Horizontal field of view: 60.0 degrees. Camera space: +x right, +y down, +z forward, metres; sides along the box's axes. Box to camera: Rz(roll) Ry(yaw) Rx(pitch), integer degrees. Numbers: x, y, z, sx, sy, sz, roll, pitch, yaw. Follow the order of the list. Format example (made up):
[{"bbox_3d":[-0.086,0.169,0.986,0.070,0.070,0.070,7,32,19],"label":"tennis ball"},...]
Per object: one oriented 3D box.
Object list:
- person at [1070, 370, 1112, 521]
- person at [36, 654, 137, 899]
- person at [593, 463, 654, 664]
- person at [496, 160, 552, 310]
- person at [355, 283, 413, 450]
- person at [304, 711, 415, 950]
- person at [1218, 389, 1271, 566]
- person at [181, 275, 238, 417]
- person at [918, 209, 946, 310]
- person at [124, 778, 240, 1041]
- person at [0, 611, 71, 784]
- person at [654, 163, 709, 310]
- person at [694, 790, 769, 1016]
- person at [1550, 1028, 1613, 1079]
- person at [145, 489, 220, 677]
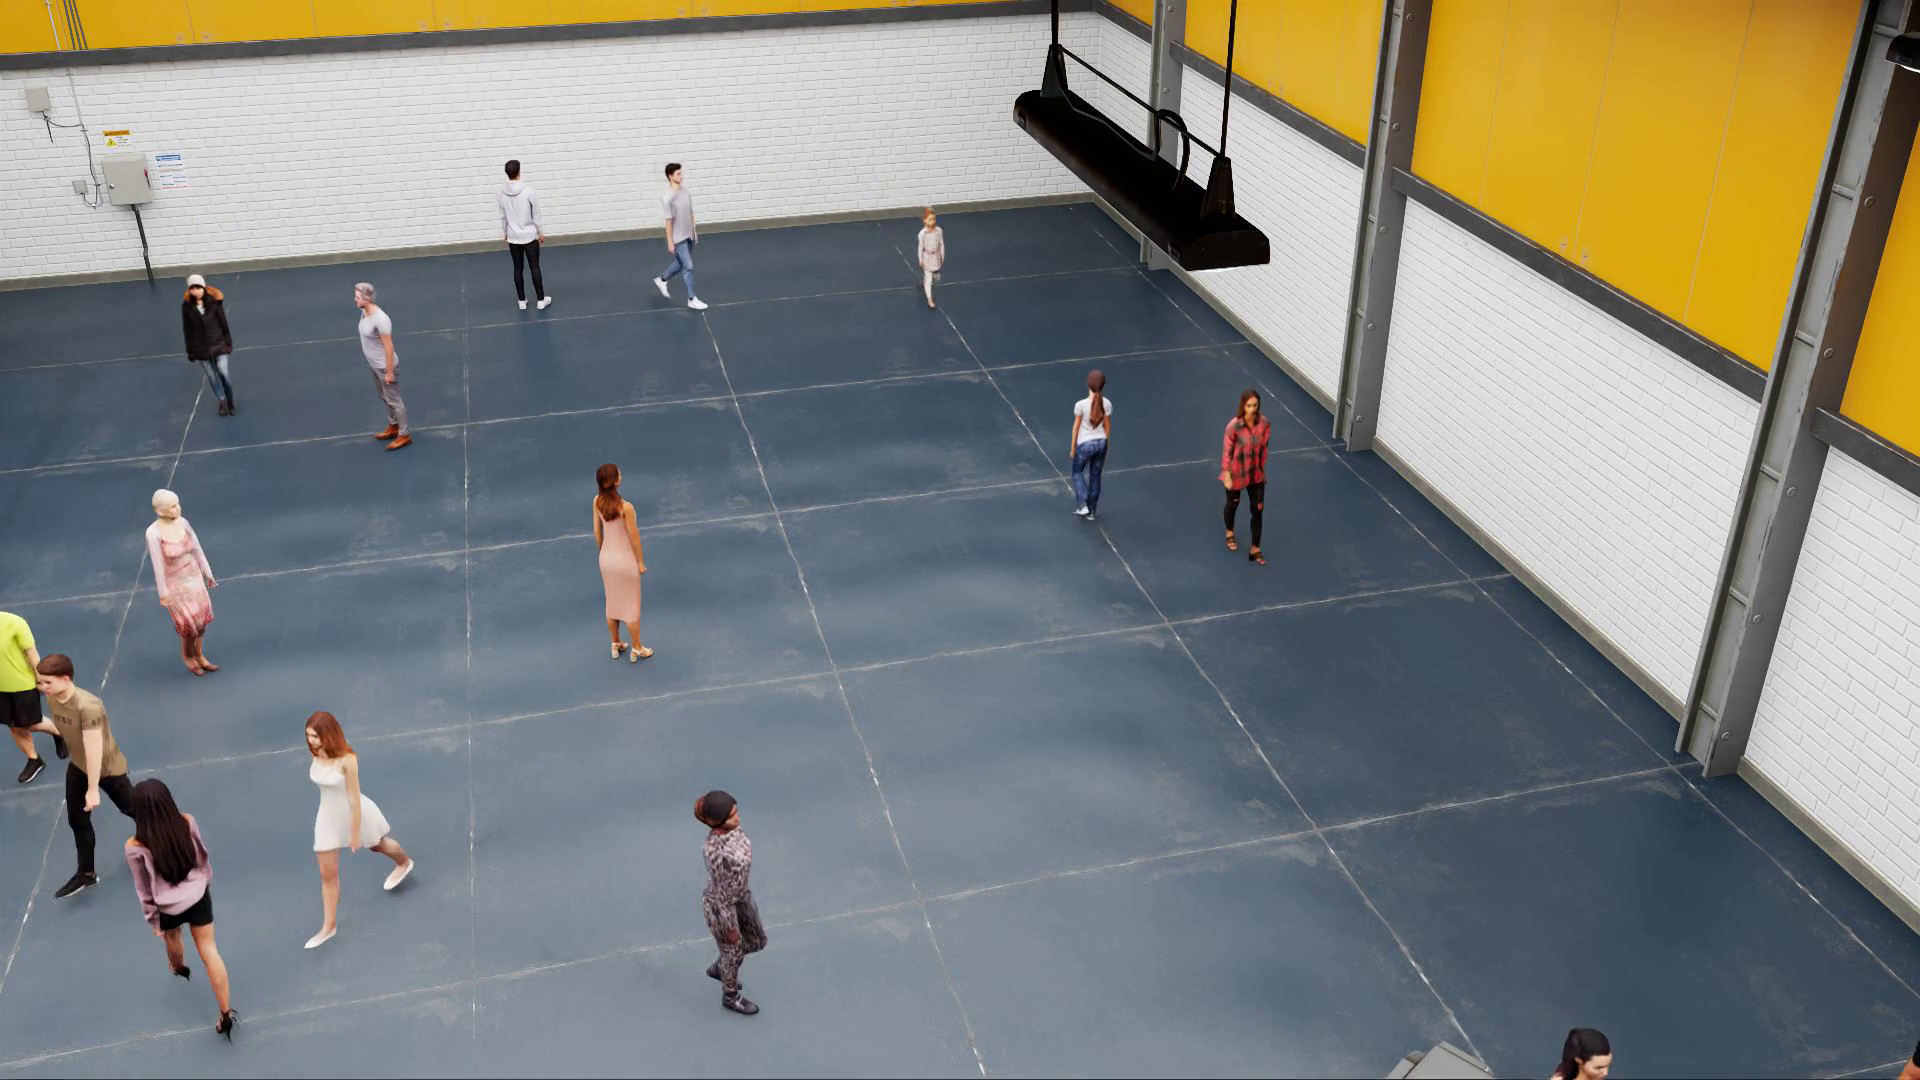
[{"bbox_3d":[1.287,-0.886,16.106,0.570,1.552,0.581,-6,29,-10],"label":"person"},{"bbox_3d":[-5.835,1.516,11.421,1.043,1.821,1.141,11,30,19],"label":"person"},{"bbox_3d":[-2.839,0.190,13.841,0.653,1.832,0.698,13,31,22],"label":"person"},{"bbox_3d":[-5.592,-3.900,21.238,0.741,1.929,0.689,0,29,1],"label":"person"},{"bbox_3d":[-6.106,-1.868,17.619,0.820,1.828,0.644,-20,35,-32],"label":"person"},{"bbox_3d":[-3.995,1.804,11.067,1.068,1.655,1.220,13,31,22],"label":"person"},{"bbox_3d":[2.623,-0.649,15.542,0.658,1.677,0.897,-6,29,-11],"label":"person"},{"bbox_3d":[-8.293,-2.169,18.385,0.614,1.623,0.601,-7,29,-13],"label":"person"},{"bbox_3d":[-0.404,-3.657,21.451,0.628,1.298,0.766,-15,32,-25],"label":"person"},{"bbox_3d":[-4.669,2.277,10.099,1.209,1.752,1.014,24,37,37],"label":"person"},{"bbox_3d":[-7.086,1.005,12.492,0.751,1.693,0.829,2,29,3],"label":"person"},{"bbox_3d":[-3.650,-3.902,21.315,1.146,1.859,1.143,12,31,20],"label":"person"},{"bbox_3d":[-1.495,2.232,10.232,0.792,1.703,0.735,11,31,20],"label":"person"},{"bbox_3d":[3.009,3.113,8.624,0.889,1.697,1.113,-23,36,-36],"label":"person"},{"bbox_3d":[-6.478,0.351,13.704,0.812,1.682,0.727,9,30,16],"label":"person"}]
